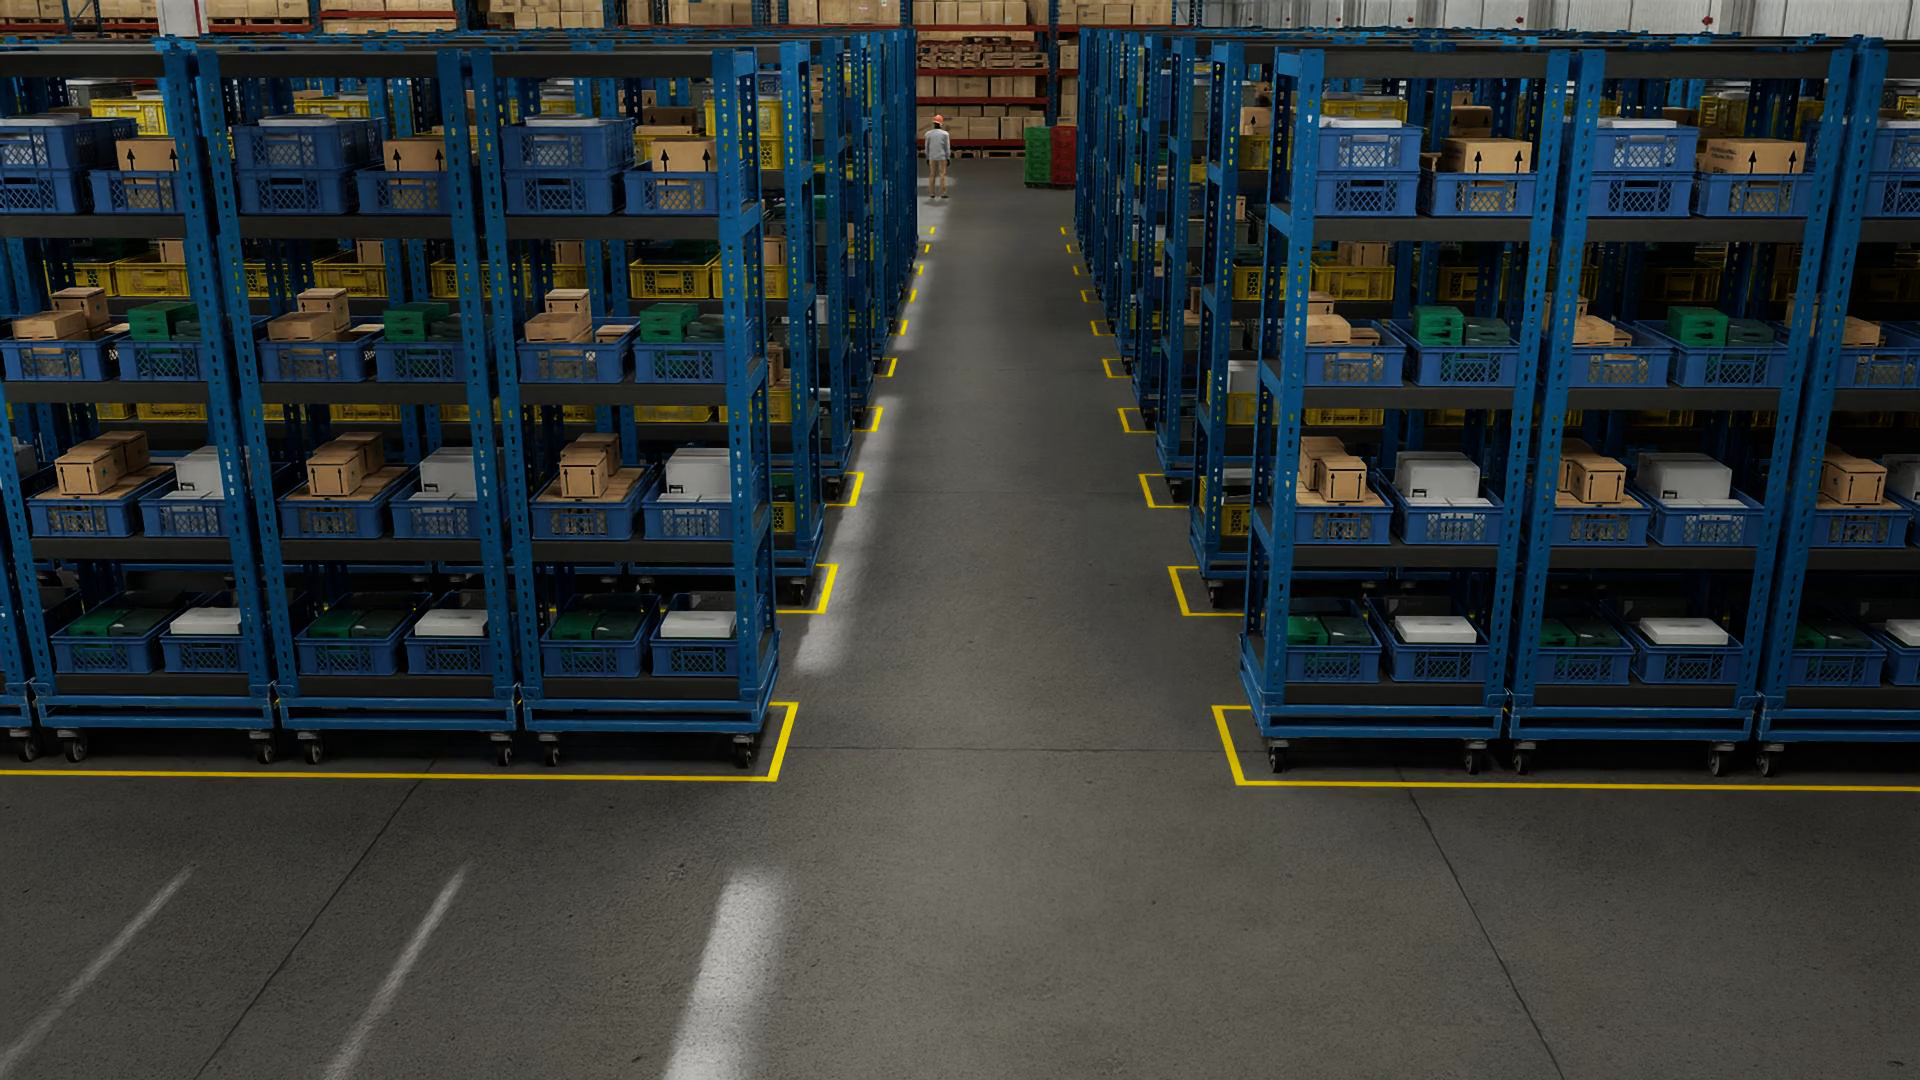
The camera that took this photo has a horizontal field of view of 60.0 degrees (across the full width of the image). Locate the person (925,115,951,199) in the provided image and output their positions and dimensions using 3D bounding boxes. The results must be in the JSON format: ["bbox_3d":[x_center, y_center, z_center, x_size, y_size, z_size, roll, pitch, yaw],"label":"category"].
[{"bbox_3d":[-0.463,-8.189,35.587,0.570,1.751,0.329,6,18,17],"label":"person"}]
